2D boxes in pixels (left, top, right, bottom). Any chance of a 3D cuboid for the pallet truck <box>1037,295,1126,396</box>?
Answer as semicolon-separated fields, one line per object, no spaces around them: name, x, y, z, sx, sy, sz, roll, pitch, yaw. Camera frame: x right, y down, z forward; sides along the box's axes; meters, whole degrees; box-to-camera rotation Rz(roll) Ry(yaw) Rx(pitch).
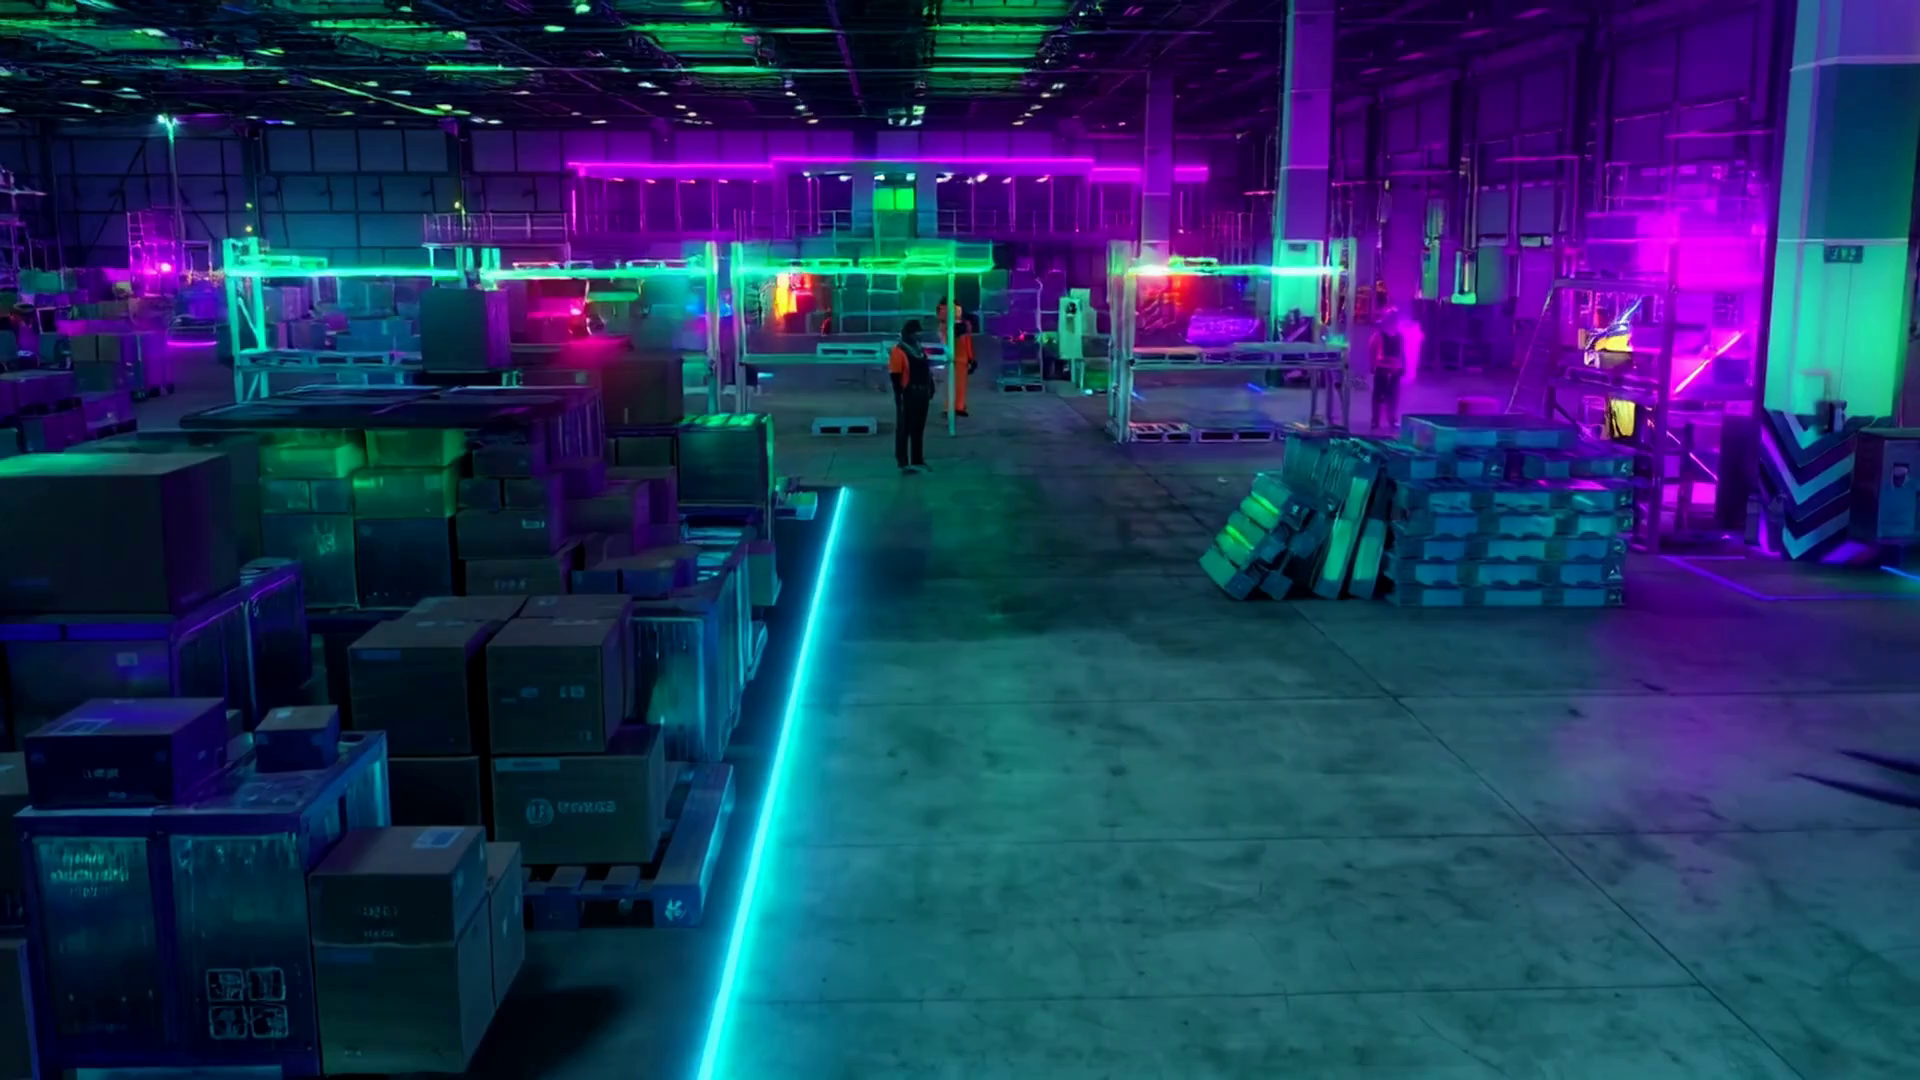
pallet truck;2.483;-3.881;33.060;1.885;1.965;0.823;-7;13;-36

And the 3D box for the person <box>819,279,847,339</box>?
person;-4.018;-7.194;51.877;0.799;1.898;0.597;-5;11;-26

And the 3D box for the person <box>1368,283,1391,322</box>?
person;11.665;-6.201;46.254;0.615;1.885;1.032;3;11;15

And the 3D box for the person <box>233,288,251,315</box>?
person;-18.483;-5.541;42.756;0.577;1.832;0.794;1;10;8

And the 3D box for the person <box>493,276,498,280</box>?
person;-15.832;-8.037;56.505;0.595;1.898;0.753;4;11;19

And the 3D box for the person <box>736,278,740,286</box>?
person;-8.229;-8.812;60.992;0.966;1.830;0.575;1;10;5

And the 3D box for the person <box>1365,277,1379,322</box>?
person;14.713;-8.453;59.112;0.644;1.796;0.971;0;10;-1

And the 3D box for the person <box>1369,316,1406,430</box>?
person;6.929;-2.700;26.915;0.627;1.844;0.429;-2;10;-12

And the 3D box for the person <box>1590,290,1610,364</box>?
person;15.987;-5.374;41.416;0.404;1.981;0.623;-2;10;-9

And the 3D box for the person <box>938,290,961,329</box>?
person;-0.274;-5.298;41.315;0.617;1.864;0.561;-2;10;-13

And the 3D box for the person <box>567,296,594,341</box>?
person;-7.888;-4.118;34.622;0.573;1.909;0.568;1;10;5

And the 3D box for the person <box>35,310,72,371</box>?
person;-14.333;-2.651;26.292;0.616;1.964;0.361;2;10;12

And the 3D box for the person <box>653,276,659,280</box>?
person;-11.161;-8.881;61.406;0.815;1.814;0.553;9;14;41

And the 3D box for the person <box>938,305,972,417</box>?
person;-0.074;-3.122;28.999;0.631;1.940;0.372;-5;11;-27

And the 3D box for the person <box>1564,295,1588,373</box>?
person;14.247;-4.719;38.225;0.519;1.817;0.962;0;10;-3

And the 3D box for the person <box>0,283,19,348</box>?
person;-26.930;-6.300;46.874;1.011;1.891;0.549;8;13;36

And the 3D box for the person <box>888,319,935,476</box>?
person;-0.579;-1.860;21.684;0.538;2.000;0.684;7;12;34

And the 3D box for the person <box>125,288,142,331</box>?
person;-23.546;-6.327;47.461;0.741;1.716;0.487;4;11;19

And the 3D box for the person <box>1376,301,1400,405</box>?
person;8.031;-3.499;31.132;0.595;1.923;0.381;-8;13;-39
